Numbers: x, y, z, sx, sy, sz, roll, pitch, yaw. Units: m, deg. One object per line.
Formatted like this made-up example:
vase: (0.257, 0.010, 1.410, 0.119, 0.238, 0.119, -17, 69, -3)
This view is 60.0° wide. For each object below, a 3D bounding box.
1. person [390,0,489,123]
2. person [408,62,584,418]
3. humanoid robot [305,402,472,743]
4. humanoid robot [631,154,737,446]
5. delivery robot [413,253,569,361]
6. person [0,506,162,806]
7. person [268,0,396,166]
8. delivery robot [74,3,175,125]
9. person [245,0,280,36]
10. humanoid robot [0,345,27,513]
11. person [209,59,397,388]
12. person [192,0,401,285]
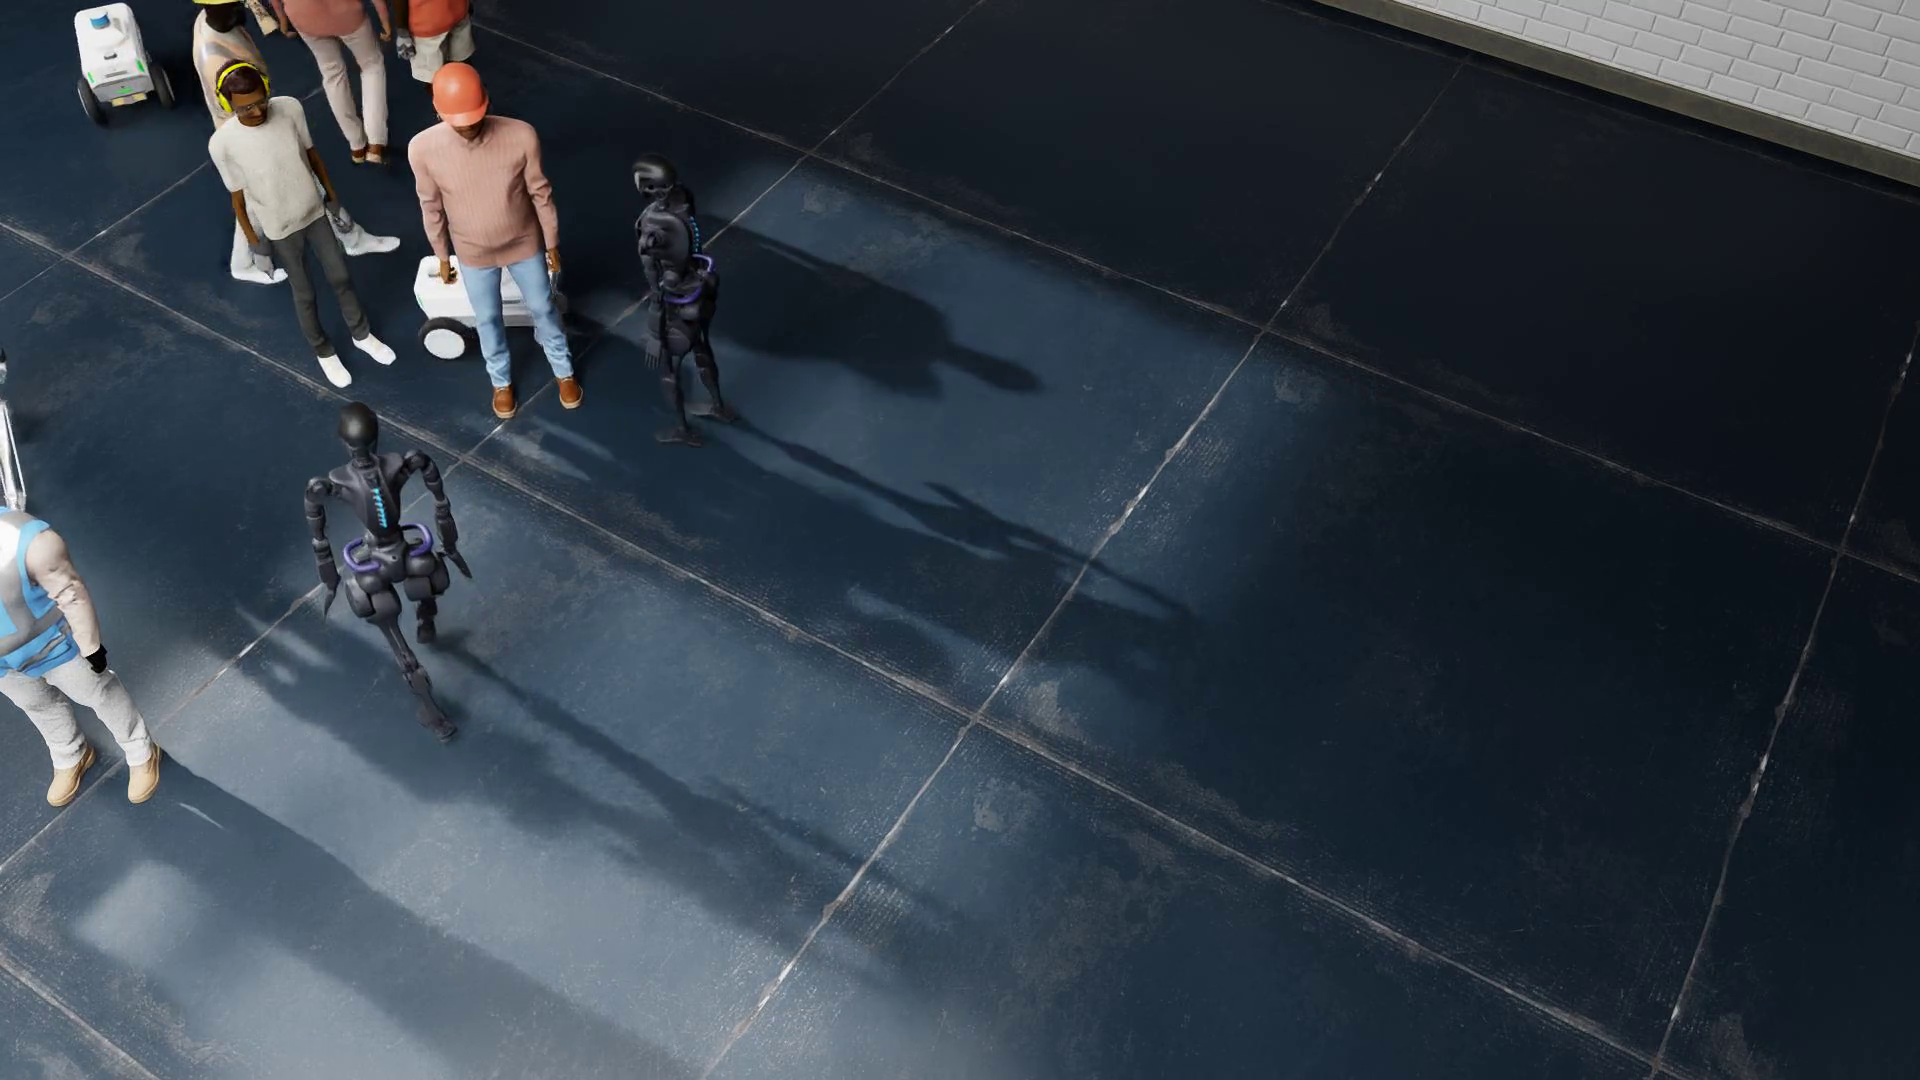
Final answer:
person: (-2.943, -2.958, 9.286, 0.383, 1.953, 0.610, 20, 52, 16)
person: (-2.197, -1.394, 7.896, 0.615, 1.985, 0.396, -10, 50, -9)
humanoid robot: (-2.361, 0.082, 6.837, 0.626, 1.613, 0.782, -24, 53, -20)
humanoid robot: (-1.341, -1.132, 7.866, 0.367, 1.648, 0.609, 11, 50, 10)
delivery robot: (-2.475, -1.294, 8.750, 0.784, 0.585, 0.499, -2, 49, -2)
person: (-3.614, 0.398, 6.423, 0.624, 1.846, 0.429, -1, 49, -1)
person: (-3.497, -2.944, 9.259, 0.662, 1.968, 0.553, -3, 49, -3)
delivery robot: (-5.180, -2.941, 10.204, 0.508, 0.606, 0.778, -19, 51, -16)
person: (-4.606, -4.079, 10.330, 0.481, 1.856, 0.885, -37, 58, -28)
humanoid robot: (-4.720, -0.962, 7.710, 0.532, 1.740, 1.058, -18, 51, -15)
person: (-3.221, -1.529, 8.102, 0.354, 1.856, 0.520, 33, 56, 25)
person: (-3.624, -2.129, 8.618, 0.915, 1.885, 0.594, -9, 50, -8)
